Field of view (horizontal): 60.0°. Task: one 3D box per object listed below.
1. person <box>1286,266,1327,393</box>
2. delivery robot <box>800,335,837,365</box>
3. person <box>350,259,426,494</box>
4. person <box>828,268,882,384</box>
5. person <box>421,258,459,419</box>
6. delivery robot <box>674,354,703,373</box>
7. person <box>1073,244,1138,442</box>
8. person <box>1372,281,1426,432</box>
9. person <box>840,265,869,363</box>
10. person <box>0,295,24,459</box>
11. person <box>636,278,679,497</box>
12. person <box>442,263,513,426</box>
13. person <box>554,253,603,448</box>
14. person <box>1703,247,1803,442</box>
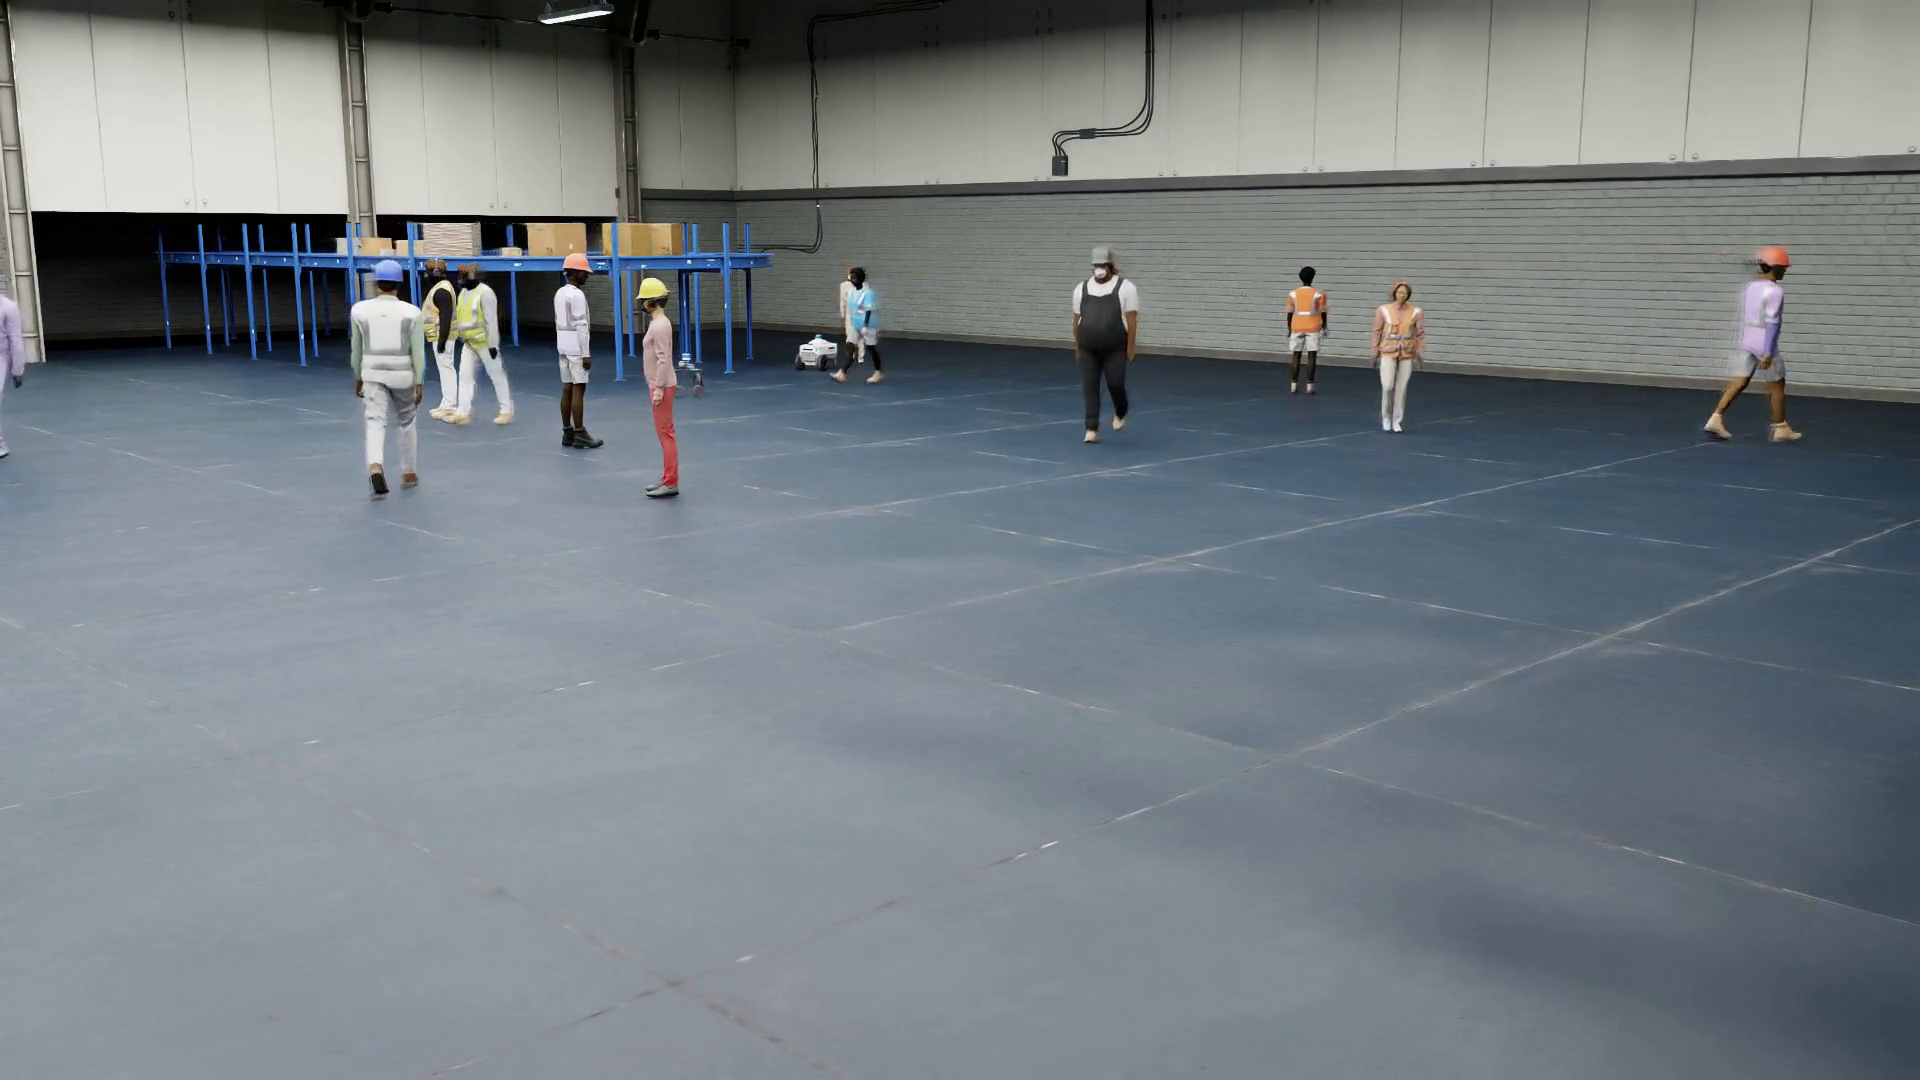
[{"bbox_3d":[4.642,-2.820,22.339,0.563,1.696,0.333,5,11,24],"label":"person"},{"bbox_3d":[-2.240,-3.005,26.332,0.477,0.478,0.707,5,11,24],"label":"delivery robot"},{"bbox_3d":[-4.712,-1.341,13.694,0.602,1.921,0.907,-2,11,-10],"label":"person"},{"bbox_3d":[-1.443,-3.025,23.569,0.923,1.636,0.542,-9,14,-42],"label":"person"},{"bbox_3d":[-6.040,-2.340,19.330,0.430,1.845,0.619,-3,11,-18],"label":"person"},{"bbox_3d":[-3.641,-2.363,22.121,0.335,0.223,0.698,-5,11,-23],"label":"delivery robot"},{"bbox_3d":[1.488,-2.026,17.192,0.695,2.000,0.730,3,11,18],"label":"person"},{"bbox_3d":[4.704,-1.956,17.807,0.544,1.619,0.457,1,10,5],"label":"person"},{"bbox_3d":[-1.733,-3.768,27.716,0.525,1.608,0.419,0,10,2],"label":"person"},{"bbox_3d":[-8.975,-1.587,15.252,0.667,1.835,1.004,-2,11,-8],"label":"person"},{"bbox_3d":[-2.461,-1.240,13.544,0.310,1.766,0.534,-2,11,-9],"label":"person"},{"bbox_3d":[-5.390,-2.164,18.477,0.763,1.786,0.899,9,14,41],"label":"person"},{"bbox_3d":[-3.847,-1.903,16.701,0.376,1.932,0.543,-7,13,-35],"label":"person"},{"bbox_3d":[8.209,-2.010,17.133,1.028,2.001,0.627,-1,10,-7],"label":"person"}]
